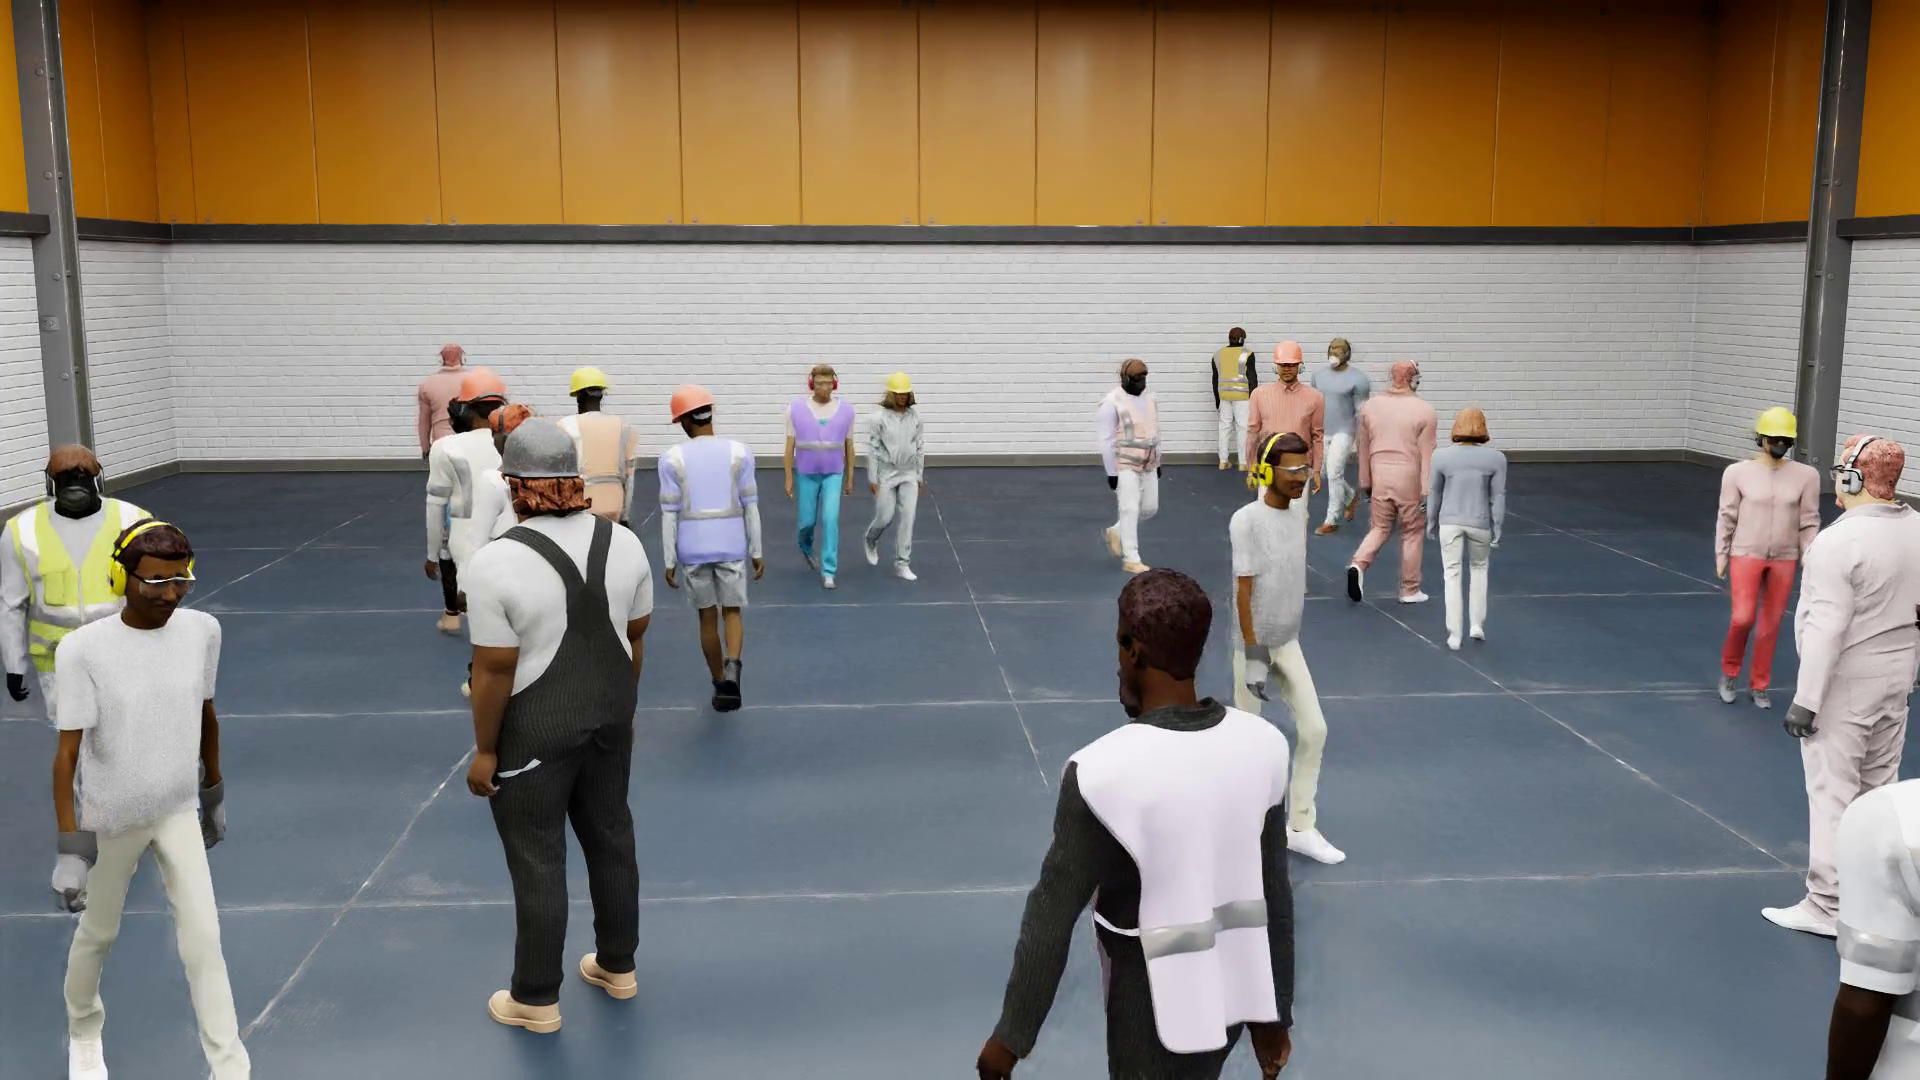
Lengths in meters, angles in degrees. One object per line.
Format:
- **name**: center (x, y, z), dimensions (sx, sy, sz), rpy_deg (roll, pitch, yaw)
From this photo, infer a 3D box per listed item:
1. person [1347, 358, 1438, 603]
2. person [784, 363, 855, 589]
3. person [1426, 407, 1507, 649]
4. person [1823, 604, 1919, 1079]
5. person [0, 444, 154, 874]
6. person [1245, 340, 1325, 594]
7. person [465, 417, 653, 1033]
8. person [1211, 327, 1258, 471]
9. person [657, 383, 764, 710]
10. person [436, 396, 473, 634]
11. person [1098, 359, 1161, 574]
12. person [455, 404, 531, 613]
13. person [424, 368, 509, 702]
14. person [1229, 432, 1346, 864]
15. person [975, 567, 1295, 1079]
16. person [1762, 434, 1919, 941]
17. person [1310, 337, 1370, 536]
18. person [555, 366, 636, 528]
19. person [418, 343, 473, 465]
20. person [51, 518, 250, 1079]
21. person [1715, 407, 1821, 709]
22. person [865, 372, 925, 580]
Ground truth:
- **person**: center (3.271, -0.427, 12.550), dimensions (0.647, 1.889, 0.709), rpy_deg (9, 13, 44)
- **person**: center (-1.144, -0.538, 13.469), dimensions (0.572, 1.813, 0.734), rpy_deg (-2, 9, -11)
- **person**: center (3.409, -0.091, 11.247), dimensions (0.503, 1.613, 0.563), rpy_deg (2, 9, 14)
- **person**: center (1.869, 1.038, 3.096), dimensions (0.602, 1.959, 0.371), rpy_deg (-1, 9, -5)
- **person**: center (-3.766, 0.472, 7.187), dimensions (0.646, 1.800, 0.963), rpy_deg (-4, 10, -21)
- **person**: center (2.545, -0.566, 13.055), dimensions (0.613, 1.994, 0.382), rpy_deg (1, 9, 8)
- **person**: center (-1.387, 0.602, 5.579), dimensions (0.536, 2.000, 0.673), rpy_deg (8, 12, 41)
- **person**: center (3.543, -1.806, 21.344), dimensions (0.619, 1.838, 0.430), rpy_deg (7, 11, 37)
- **person**: center (-1.394, 0.068, 9.392), dimensions (0.592, 1.891, 0.594), rpy_deg (-2, 9, -14)
- **person**: center (-3.421, -0.153, 11.467), dimensions (0.557, 1.671, 0.694), rpy_deg (-8, 12, -42)
- **person**: center (1.397, -0.626, 14.033), dimensions (0.661, 1.813, 0.591), rpy_deg (-7, 12, -38)
- **person**: center (-2.324, 0.223, 8.588), dimensions (0.884, 1.846, 0.565), rpy_deg (5, 11, 31)
- **person**: center (-2.619, 0.045, 9.258), dimensions (0.608, 2.000, 1.074), rpy_deg (-7, 11, -38)
- **person**: center (1.359, 0.469, 7.024), dimensions (0.505, 1.844, 0.727), rpy_deg (-7, 11, -36)
- **person**: center (0.371, 1.002, 3.562), dimensions (0.732, 1.889, 0.615), rpy_deg (9, 12, 43)
- **person**: center (3.370, 0.553, 6.305), dimensions (0.648, 1.907, 0.409), rpy_deg (-5, 10, -28)
- **person**: center (3.706, -1.021, 16.169), dimensions (0.768, 1.914, 0.638), rpy_deg (-8, 12, -41)
- **person**: center (-2.429, -0.192, 11.018), dimensions (0.622, 1.892, 0.517), rpy_deg (-6, 11, -35)
- **person**: center (-4.644, -0.880, 15.389), dimensions (0.673, 1.870, 0.812), rpy_deg (-1, 9, -8)
- **person**: center (-2.421, 0.825, 4.925), dimensions (1.018, 1.806, 0.605), rpy_deg (7, 11, 37)
- **person**: center (4.632, 0.112, 9.555), dimensions (0.524, 1.754, 0.400), rpy_deg (1, 9, 9)
- **person**: center (-0.559, -0.545, 13.813), dimensions (0.488, 1.720, 0.621), rpy_deg (-4, 10, -25)
